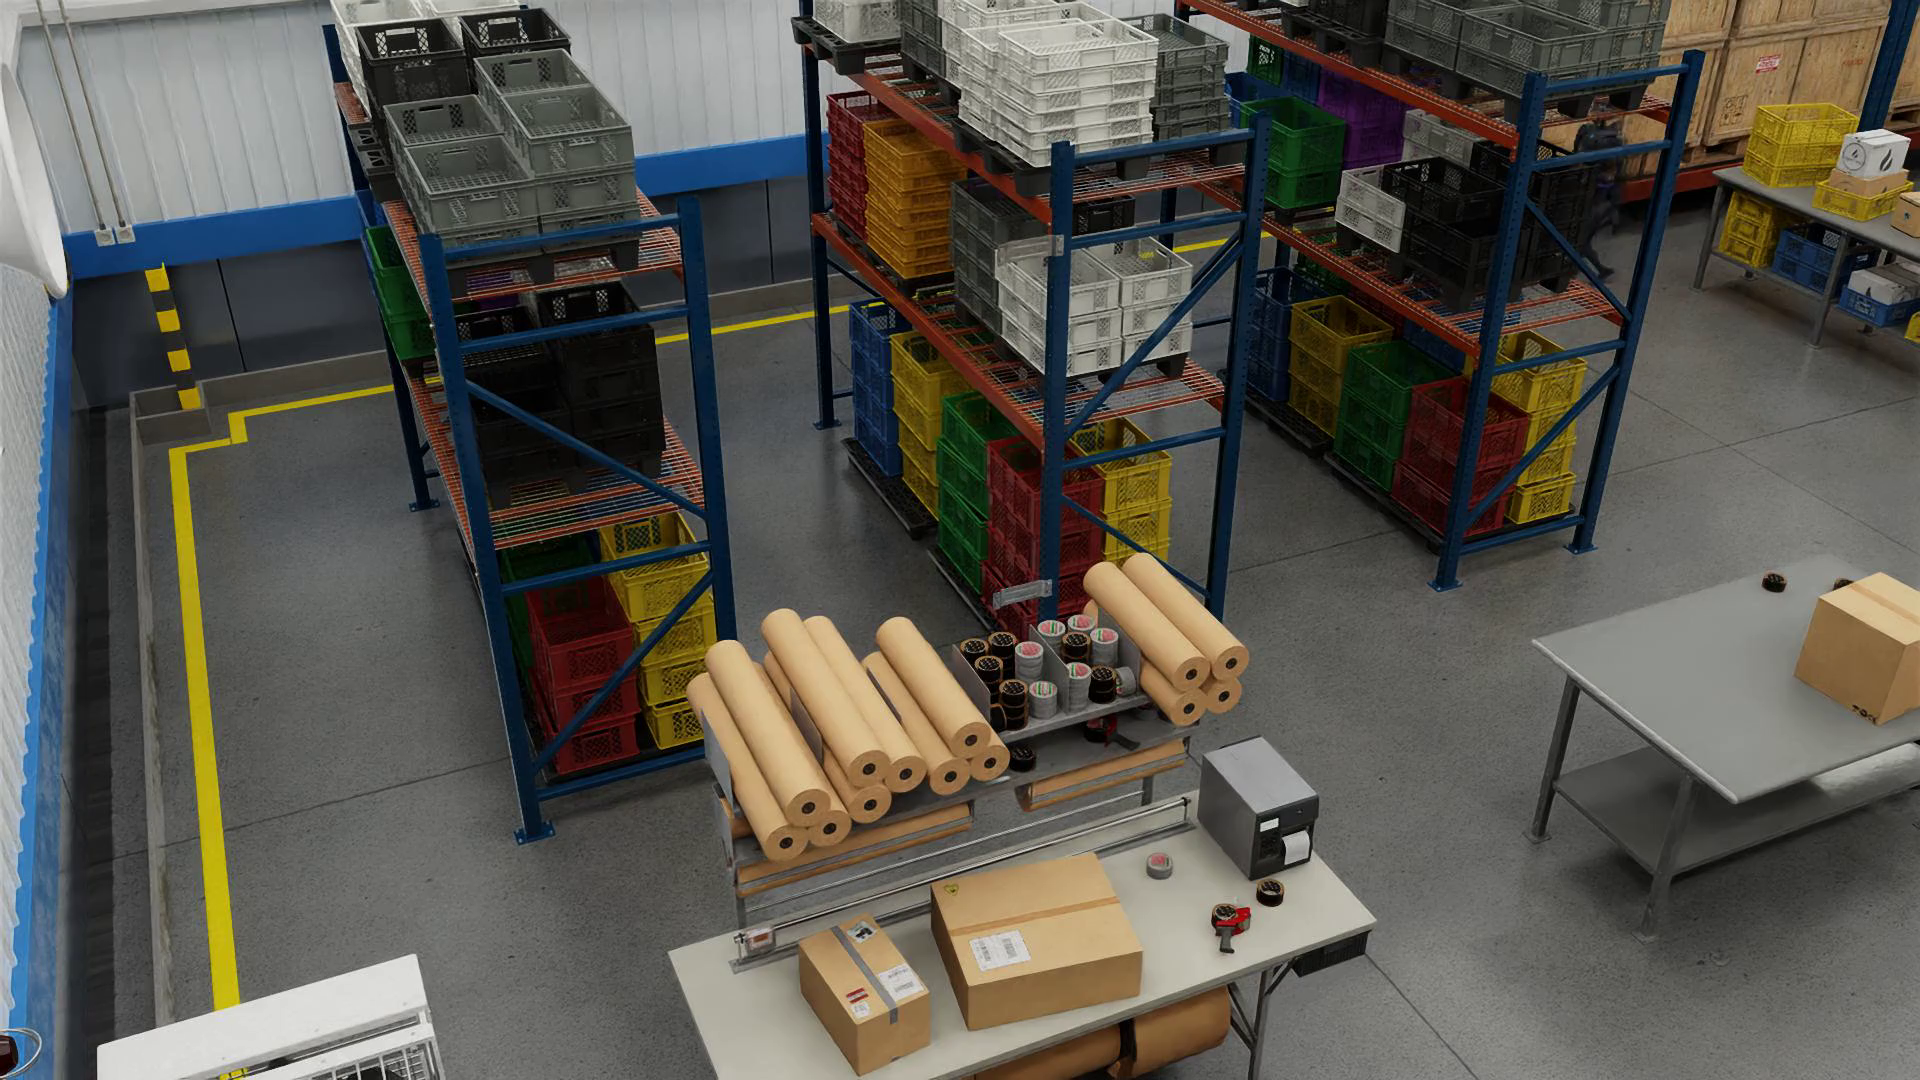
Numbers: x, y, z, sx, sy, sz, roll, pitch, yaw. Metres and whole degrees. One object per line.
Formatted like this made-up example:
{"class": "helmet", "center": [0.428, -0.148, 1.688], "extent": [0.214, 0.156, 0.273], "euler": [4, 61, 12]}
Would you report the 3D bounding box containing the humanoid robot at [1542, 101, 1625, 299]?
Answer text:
{"class": "humanoid robot", "center": [5.003, -2.696, 13.049], "extent": [0.720, 1.630, 0.636], "euler": [-11, 33, -17]}
